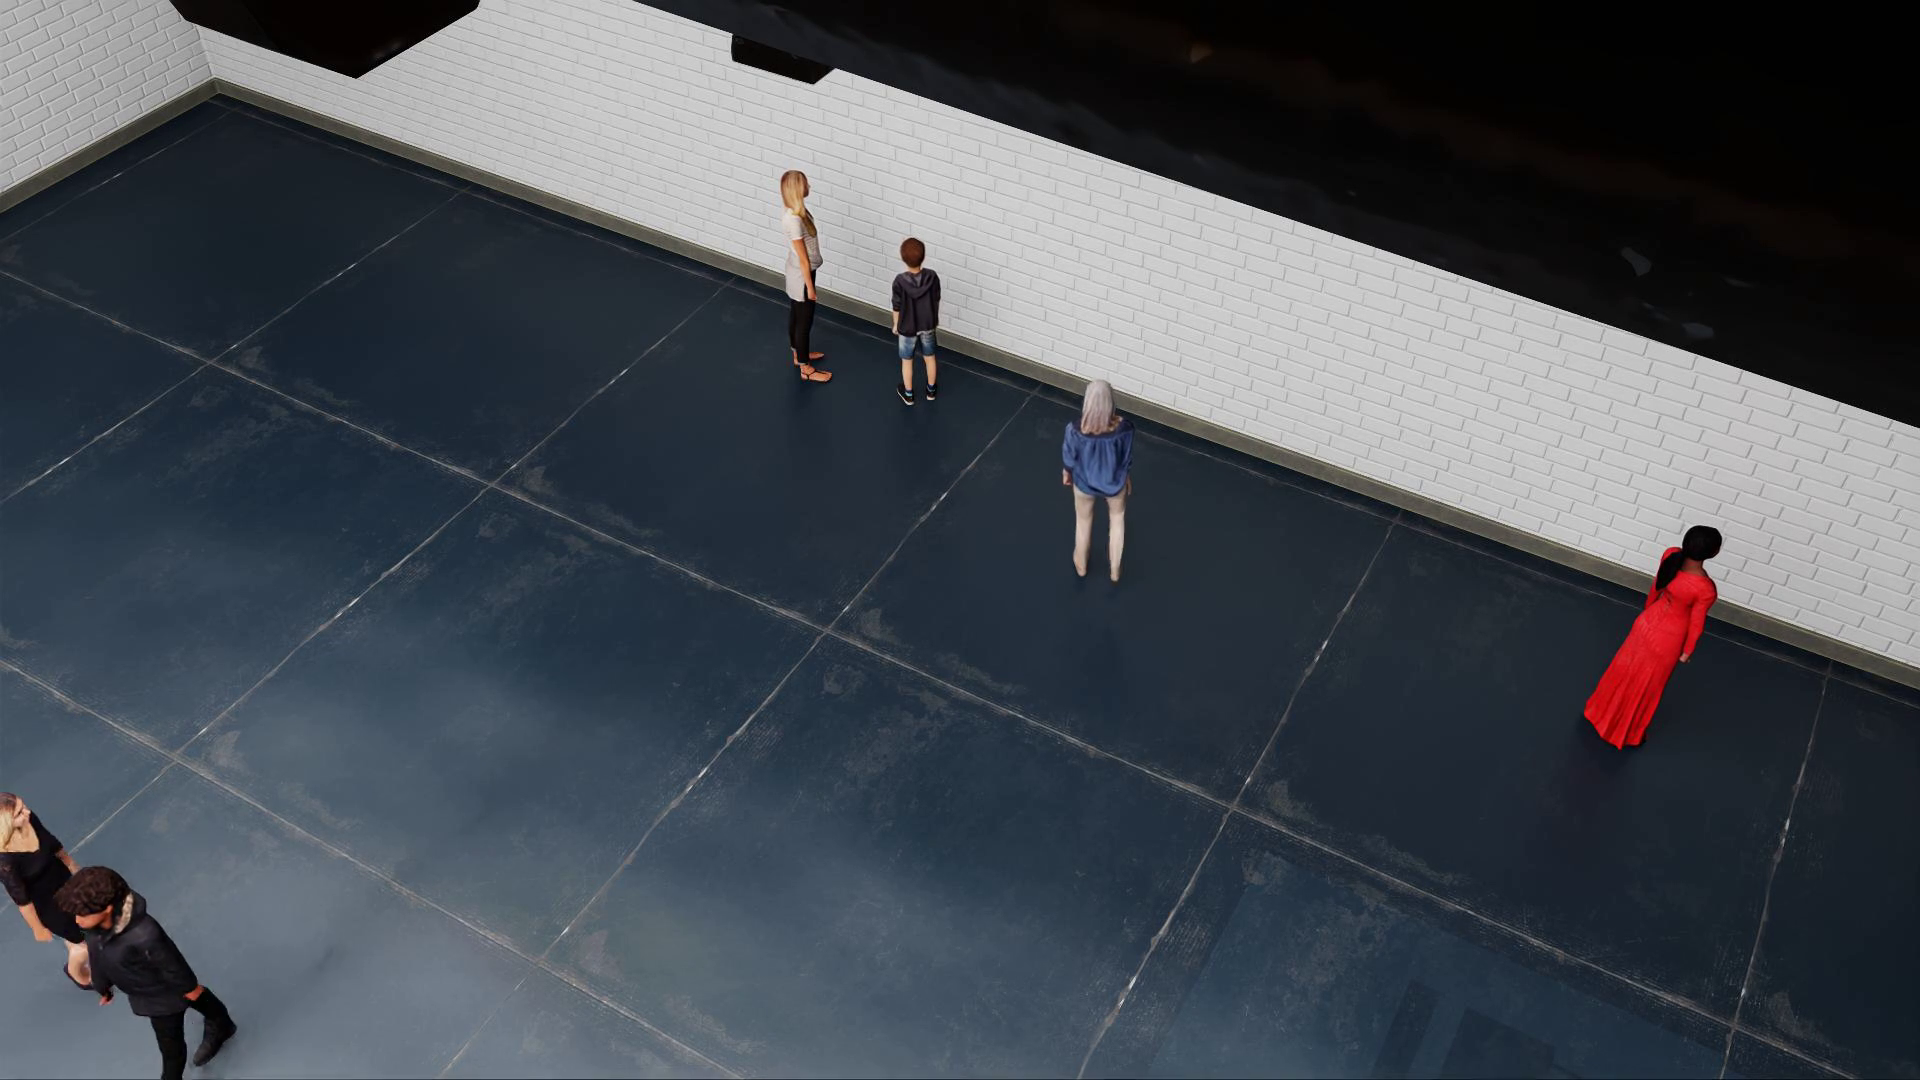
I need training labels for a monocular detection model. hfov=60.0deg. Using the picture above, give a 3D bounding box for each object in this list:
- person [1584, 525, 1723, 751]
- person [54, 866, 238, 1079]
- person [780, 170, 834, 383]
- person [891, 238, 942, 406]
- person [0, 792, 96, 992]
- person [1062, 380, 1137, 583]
[{"bbox_3d":[4.247,0.584,10.124,0.812,1.782,0.756,-12,45,-12],"label":"person"},{"bbox_3d":[-4.046,2.166,8.486,0.661,1.741,1.004,19,47,19],"label":"person"},{"bbox_3d":[-1.236,-2.044,12.843,0.728,1.827,0.672,-11,45,-12],"label":"person"},{"bbox_3d":[-0.334,-1.671,12.724,0.625,1.451,0.685,-10,45,-11],"label":"person"},{"bbox_3d":[-4.902,1.906,8.817,0.756,1.662,0.682,-3,44,-4],"label":"person"},{"bbox_3d":[0.931,-0.342,11.160,0.751,1.694,0.766,1,44,1],"label":"person"}]
